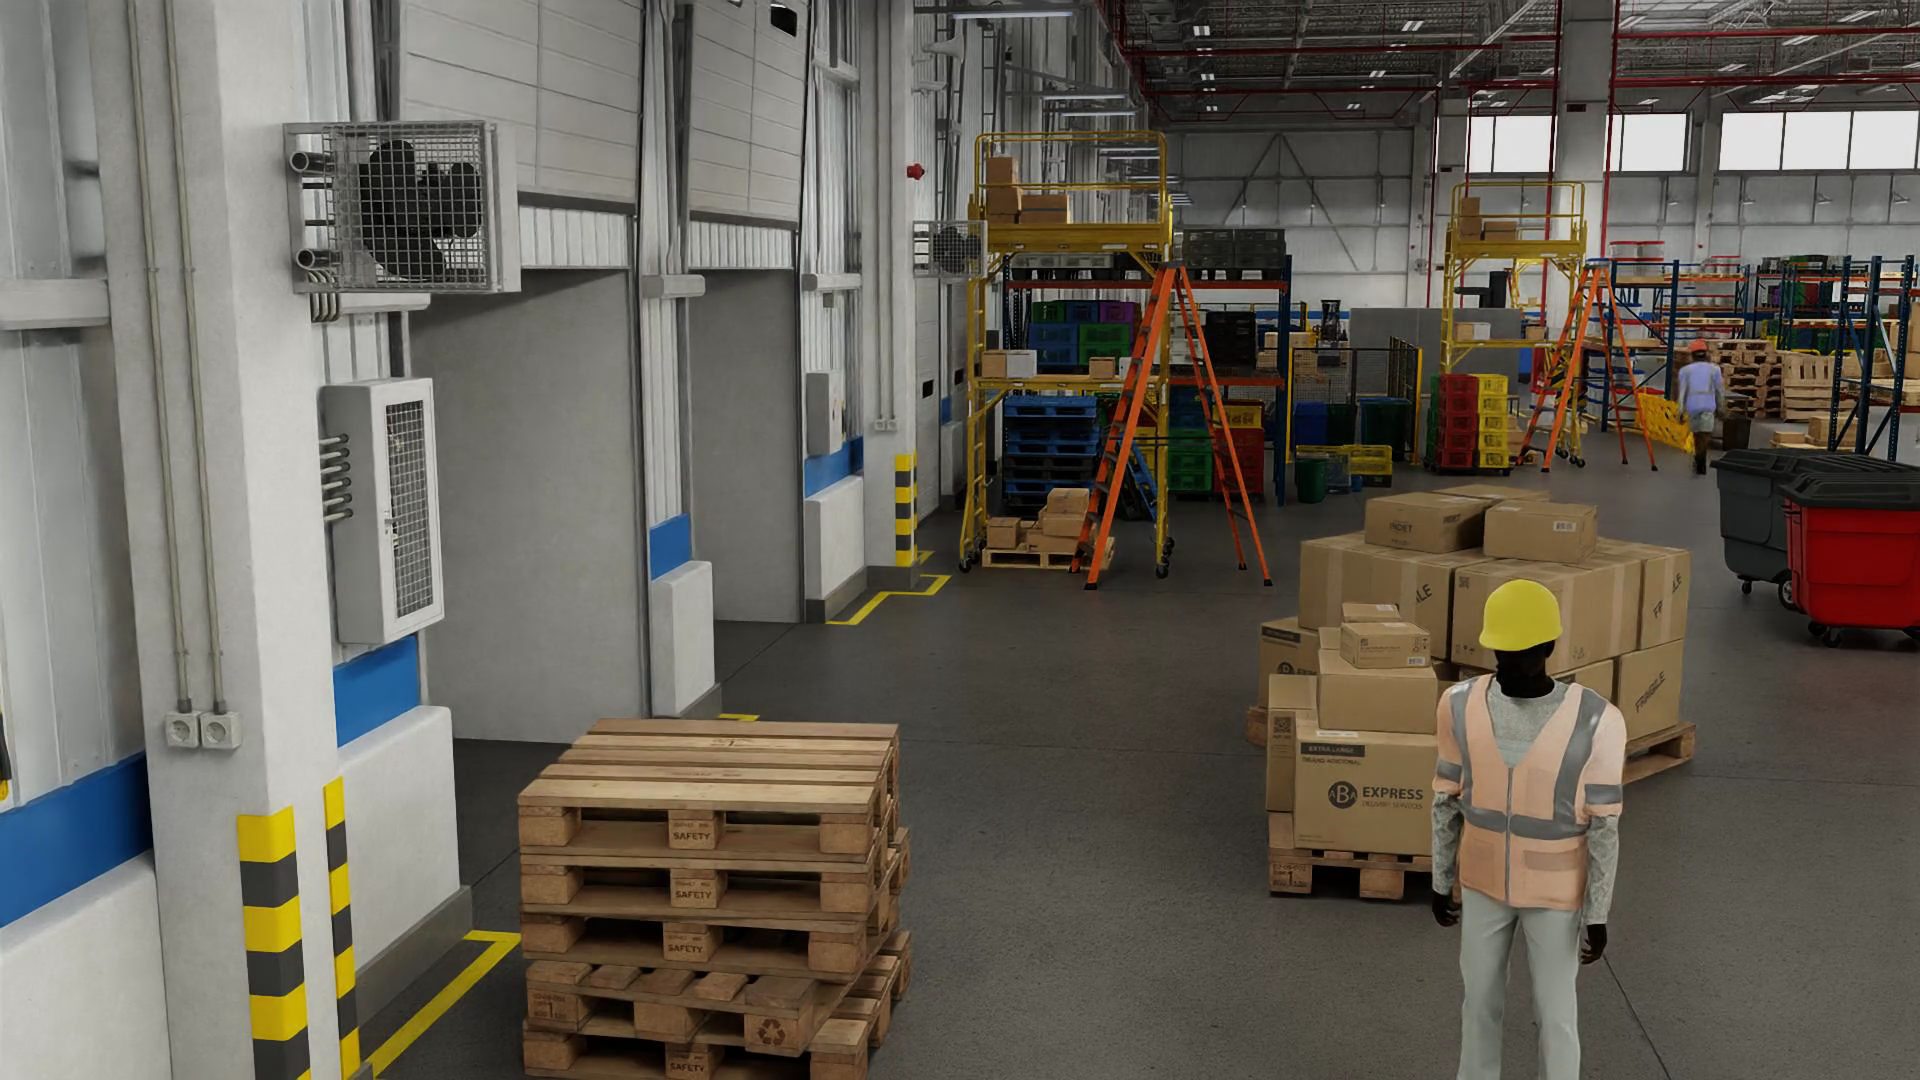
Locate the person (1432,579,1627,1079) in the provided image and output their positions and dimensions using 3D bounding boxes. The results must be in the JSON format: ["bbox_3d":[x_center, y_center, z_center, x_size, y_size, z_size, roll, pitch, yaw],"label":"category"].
[{"bbox_3d":[1.732,1.064,5.170,0.585,1.920,0.395,7,11,36],"label":"person"}]

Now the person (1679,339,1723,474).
[{"bbox_3d":[10.281,-1.838,23.100,0.601,1.900,0.652,4,10,24],"label":"person"}]

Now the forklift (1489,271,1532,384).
[{"bbox_3d":[13.422,-5.322,41.591,1.873,2.768,1.129,1,9,9],"label":"forklift"}]

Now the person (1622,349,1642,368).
[{"bbox_3d":[17.408,-4.979,43.133,0.547,1.683,0.509,7,12,38],"label":"person"}]

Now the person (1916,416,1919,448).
[{"bbox_3d":[15.586,-2.333,26.672,0.320,1.739,0.484,6,11,35],"label":"person"}]

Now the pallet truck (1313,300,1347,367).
[{"bbox_3d":[11.159,-6.200,49.718,0.823,1.965,1.885,4,10,26],"label":"pallet truck"}]
